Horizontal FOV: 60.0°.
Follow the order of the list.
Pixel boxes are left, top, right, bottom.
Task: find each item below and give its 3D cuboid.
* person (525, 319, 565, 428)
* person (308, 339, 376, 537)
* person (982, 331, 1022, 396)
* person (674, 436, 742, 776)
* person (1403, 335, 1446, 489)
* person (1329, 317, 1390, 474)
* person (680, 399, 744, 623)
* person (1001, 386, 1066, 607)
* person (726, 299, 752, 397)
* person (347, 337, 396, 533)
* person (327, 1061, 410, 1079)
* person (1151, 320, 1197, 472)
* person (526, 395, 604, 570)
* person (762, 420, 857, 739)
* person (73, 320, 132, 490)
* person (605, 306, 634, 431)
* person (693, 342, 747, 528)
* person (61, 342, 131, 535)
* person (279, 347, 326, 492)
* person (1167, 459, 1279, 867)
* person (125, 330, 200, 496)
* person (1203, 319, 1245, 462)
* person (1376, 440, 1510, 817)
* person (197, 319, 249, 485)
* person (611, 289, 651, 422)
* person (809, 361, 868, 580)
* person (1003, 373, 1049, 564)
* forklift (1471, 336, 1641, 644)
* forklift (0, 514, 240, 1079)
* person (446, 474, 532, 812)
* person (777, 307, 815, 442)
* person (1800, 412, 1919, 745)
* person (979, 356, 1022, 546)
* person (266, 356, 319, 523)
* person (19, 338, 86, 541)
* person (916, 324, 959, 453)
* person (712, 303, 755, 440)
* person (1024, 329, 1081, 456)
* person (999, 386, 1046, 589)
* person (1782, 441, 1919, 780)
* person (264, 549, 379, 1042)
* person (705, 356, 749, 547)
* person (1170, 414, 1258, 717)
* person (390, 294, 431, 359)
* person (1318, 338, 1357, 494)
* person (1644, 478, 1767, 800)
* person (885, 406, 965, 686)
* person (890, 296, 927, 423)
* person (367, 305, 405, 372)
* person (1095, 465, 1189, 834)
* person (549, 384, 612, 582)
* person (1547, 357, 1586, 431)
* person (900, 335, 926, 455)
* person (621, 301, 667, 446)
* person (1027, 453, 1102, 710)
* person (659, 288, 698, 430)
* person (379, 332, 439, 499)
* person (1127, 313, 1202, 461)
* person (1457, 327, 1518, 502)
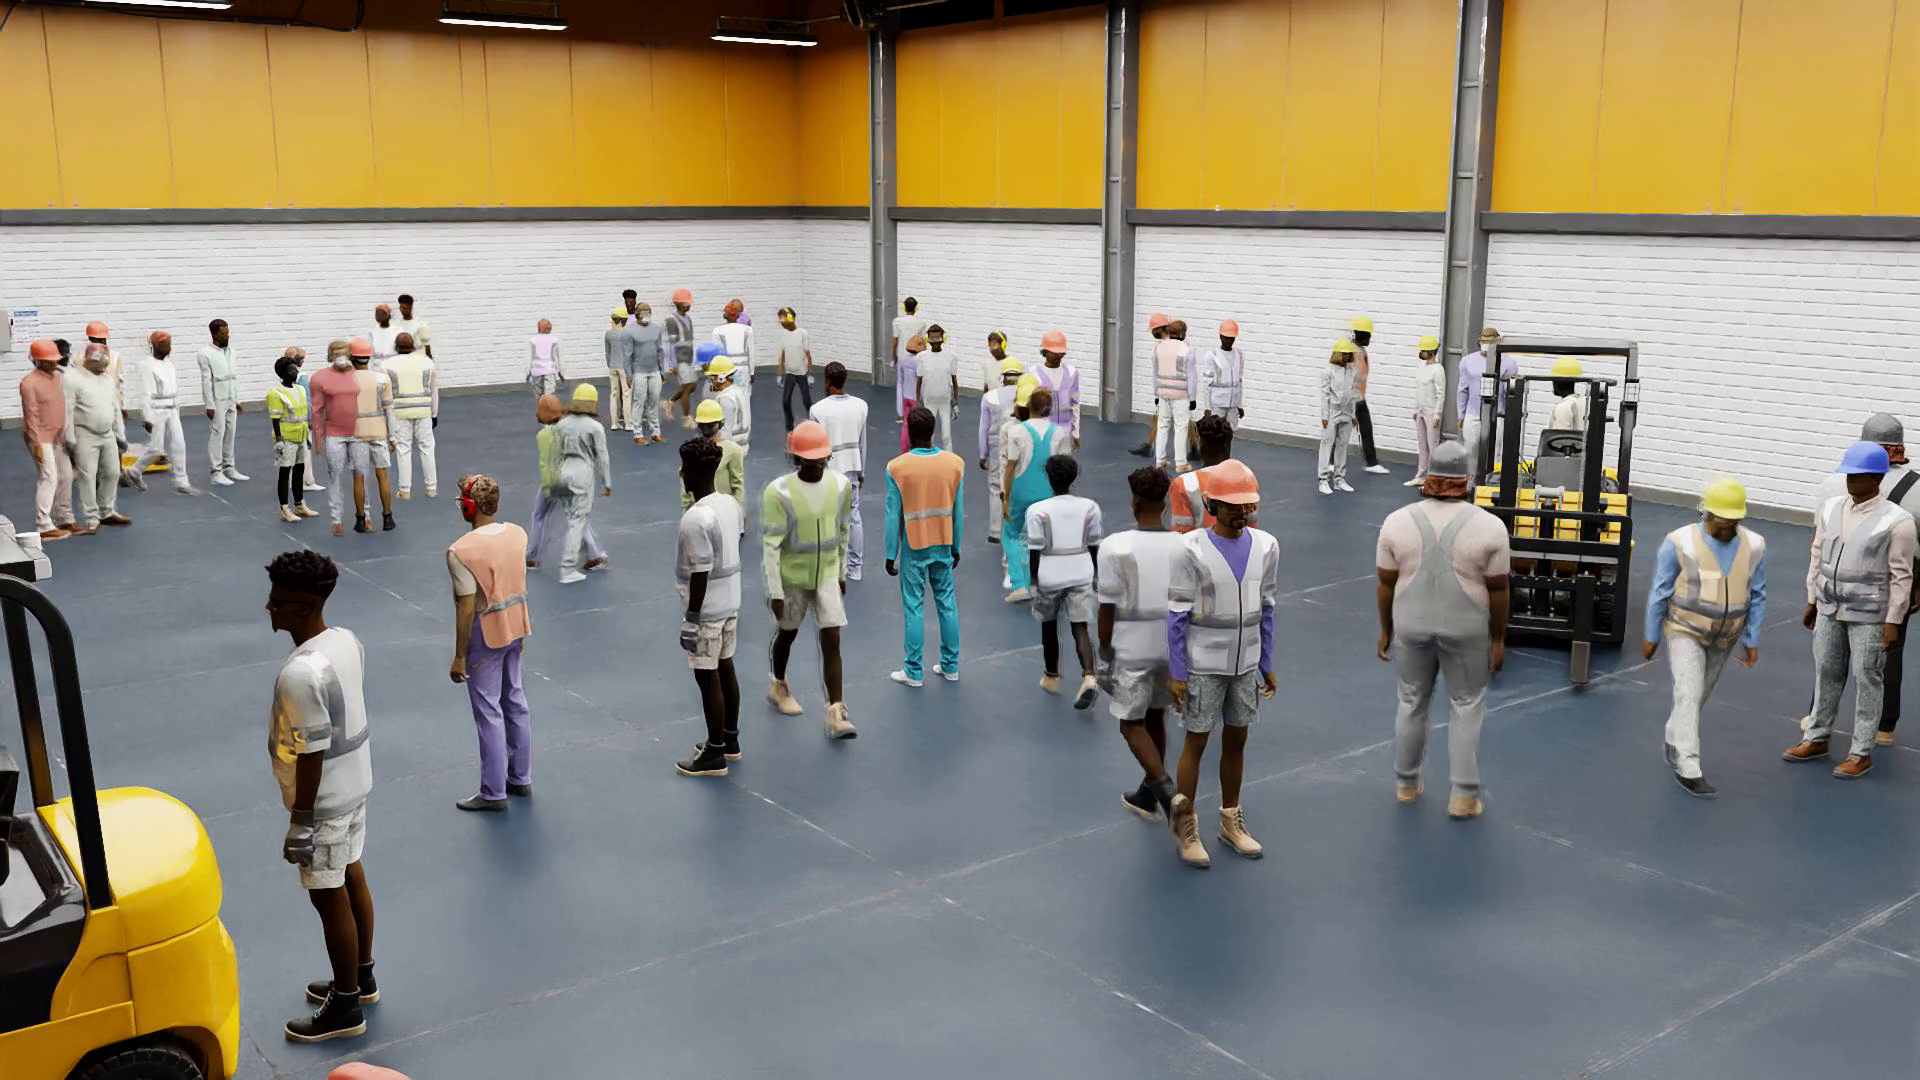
[{"bbox_3d":[-5.917,-2.357,23.740,0.537,1.575,0.835,-1,12,-7],"label":"person"},{"bbox_3d":[-6.047,-1.011,16.388,0.675,1.933,0.414,-6,13,-27],"label":"person"},{"bbox_3d":[0.512,-1.426,18.610,0.531,1.845,0.552,5,13,22],"label":"person"},{"bbox_3d":[-1.454,0.378,9.590,0.361,1.965,0.613,3,12,12],"label":"person"},{"bbox_3d":[5.298,-1.442,18.875,0.329,1.764,0.524,-3,12,-12],"label":"person"},{"bbox_3d":[4.765,-1.731,19.953,0.779,1.893,0.604,8,14,35],"label":"person"},{"bbox_3d":[-1.932,-0.215,12.941,0.522,1.770,0.310,3,12,14],"label":"person"},{"bbox_3d":[0.569,-0.335,13.386,0.548,1.817,0.405,-5,13,-21],"label":"person"},{"bbox_3d":[-3.649,-3.156,27.460,0.311,1.636,0.523,10,15,39],"label":"person"},{"bbox_3d":[-5.892,-1.043,16.516,0.552,1.939,0.352,-5,13,-21],"label":"person"},{"bbox_3d":[-1.057,1.814,3.176,0.345,1.746,0.573,4,12,17],"label":"person"},{"bbox_3d":[2.613,-1.744,20.167,0.629,1.837,0.429,11,16,43],"label":"person"},{"bbox_3d":[-3.587,-0.500,14.762,0.858,1.585,0.512,5,13,22],"label":"person"},{"bbox_3d":[-0.942,0.224,10.311,0.626,1.971,1.110,-6,13,-27],"label":"person"},{"bbox_3d":[-9.730,-1.530,18.914,0.388,1.929,0.539,8,14,33],"label":"person"},{"bbox_3d":[-4.797,-2.423,23.609,0.524,1.768,0.311,7,13,29],"label":"person"},{"bbox_3d":[-2.486,-1.037,16.613,0.754,1.895,0.632,1,12,7],"label":"person"},{"bbox_3d":[-8.605,-1.014,16.548,0.428,1.879,0.739,4,12,18],"label":"person"},{"bbox_3d":[-7.475,-1.363,18.799,0.511,1.638,0.307,9,14,36],"label":"person"},{"bbox_3d":[1.322,0.608,8.292,0.607,2.044,0.372,-5,13,-22],"label":"person"},{"bbox_3d":[-8.930,-1.403,18.450,0.785,1.863,0.609,2,12,11],"label":"person"},{"bbox_3d":[3.038,-1.566,19.055,0.548,1.934,0.376,-6,13,-26],"label":"person"},{"bbox_3d":[2.607,0.462,9.002,0.700,2.000,0.630,6,13,26],"label":"person"},{"bbox_3d":[-8.577,-1.606,19.293,0.372,1.914,0.597,2,12,9],"label":"person"},{"bbox_3d":[-4.846,-2.725,24.576,0.604,1.966,0.367,-2,12,-10],"label":"person"},{"bbox_3d":[-1.045,-0.575,14.310,0.593,1.920,0.391,-11,16,-42],"label":"person"},{"bbox_3d":[0.649,-0.646,15.120,0.536,1.730,0.402,11,16,42],"label":"person"},{"bbox_3d":[4.683,-0.471,13.136,1.214,2.155,2.313,4,12,20],"label":"forklift"},{"bbox_3d":[-3.687,1.115,5.480,2.313,2.155,1.214,-9,15,-36],"label":"forklift"},{"bbox_3d":[-2.534,0.557,9.016,0.390,1.846,0.564,4,13,21],"label":"person"},{"bbox_3d":[-2.202,-2.240,22.565,0.561,1.830,0.434,7,14,30],"label":"person"},{"bbox_3d":[5.545,0.220,10.174,0.681,2.000,0.535,3,12,16],"label":"person"},{"bbox_3d":[0.475,-0.843,15.878,0.601,1.814,0.407,-2,12,-11],"label":"person"},{"bbox_3d":[-6.859,-1.037,17.071,0.318,1.700,0.535,3,12,14],"label":"person"},{"bbox_3d":[-8.819,-0.985,16.156,0.449,1.972,0.670,1,12,3],"label":"person"},{"bbox_3d":[-0.261,-1.573,19.284,0.510,1.861,0.324,0,12,-1],"label":"person"},{"bbox_3d":[-3.076,-2.285,22.649,0.572,1.885,0.356,-4,12,-17],"label":"person"},{"bbox_3d":[0.911,-1.058,16.387,0.608,2.030,0.408,-5,13,-22],"label":"person"},{"bbox_3d":[0.584,-0.449,14.186,0.508,1.729,0.465,2,12,8],"label":"person"},{"bbox_3d":[5.127,0.395,9.549,0.399,1.949,0.605,-5,13,-23],"label":"person"},{"bbox_3d":[-2.529,1.000,6.589,0.367,1.966,0.607,-1,12,-5],"label":"person"},{"bbox_3d":[-2.217,-0.848,15.879,0.403,1.817,0.602,0,12,1],"label":"person"},{"bbox_3d":[1.589,0.181,10.543,0.613,1.963,0.362,-4,12,-17],"label":"person"},{"bbox_3d":[-7.997,-2.608,24.169,0.606,1.918,1.024,4,12,20],"label":"person"},{"bbox_3d":[4.268,-1.397,18.704,0.485,1.744,0.295,-6,13,-27],"label":"person"},{"bbox_3d":[4.203,0.502,9.442,0.602,1.787,0.799,-1,12,-4],"label":"person"},{"bbox_3d":[-0.232,0.046,11.346,0.587,1.910,0.396,-6,13,-29],"label":"person"},{"bbox_3d":[-0.747,-2.638,24.439,0.563,1.860,0.359,-1,12,-5],"label":"person"},{"bbox_3d":[-7.885,-2.305,22.863,0.606,1.829,0.970,2,12,8],"label":"person"},{"bbox_3d":[1.031,0.595,8.637,0.640,1.930,0.752,-4,12,-19],"label":"person"},{"bbox_3d":[-3.314,-0.519,14.613,0.527,1.682,0.890,5,13,25],"label":"person"},{"bbox_3d":[5.293,-0.647,14.629,0.359,1.930,0.588,7,14,31],"label":"person"},{"bbox_3d":[-0.552,-1.716,20.538,0.284,1.626,0.509,-10,15,-39],"label":"person"},{"bbox_3d":[-4.223,-2.224,22.262,0.382,1.928,0.635,11,16,42],"label":"person"},{"bbox_3d":[0.703,0.271,10.857,0.530,1.669,0.783,-3,12,-13],"label":"person"},{"bbox_3d":[-4.014,-2.591,23.788,0.695,2.023,0.616,4,12,19],"label":"person"},{"bbox_3d":[-6.060,-1.367,18.322,0.623,1.845,0.430,-6,13,-27],"label":"person"},{"bbox_3d":[2.656,-1.923,20.981,1.001,1.865,0.587,4,12,18],"label":"person"},{"bbox_3d":[5.687,-1.344,18.015,0.624,1.931,0.377,7,14,30],"label":"person"}]
